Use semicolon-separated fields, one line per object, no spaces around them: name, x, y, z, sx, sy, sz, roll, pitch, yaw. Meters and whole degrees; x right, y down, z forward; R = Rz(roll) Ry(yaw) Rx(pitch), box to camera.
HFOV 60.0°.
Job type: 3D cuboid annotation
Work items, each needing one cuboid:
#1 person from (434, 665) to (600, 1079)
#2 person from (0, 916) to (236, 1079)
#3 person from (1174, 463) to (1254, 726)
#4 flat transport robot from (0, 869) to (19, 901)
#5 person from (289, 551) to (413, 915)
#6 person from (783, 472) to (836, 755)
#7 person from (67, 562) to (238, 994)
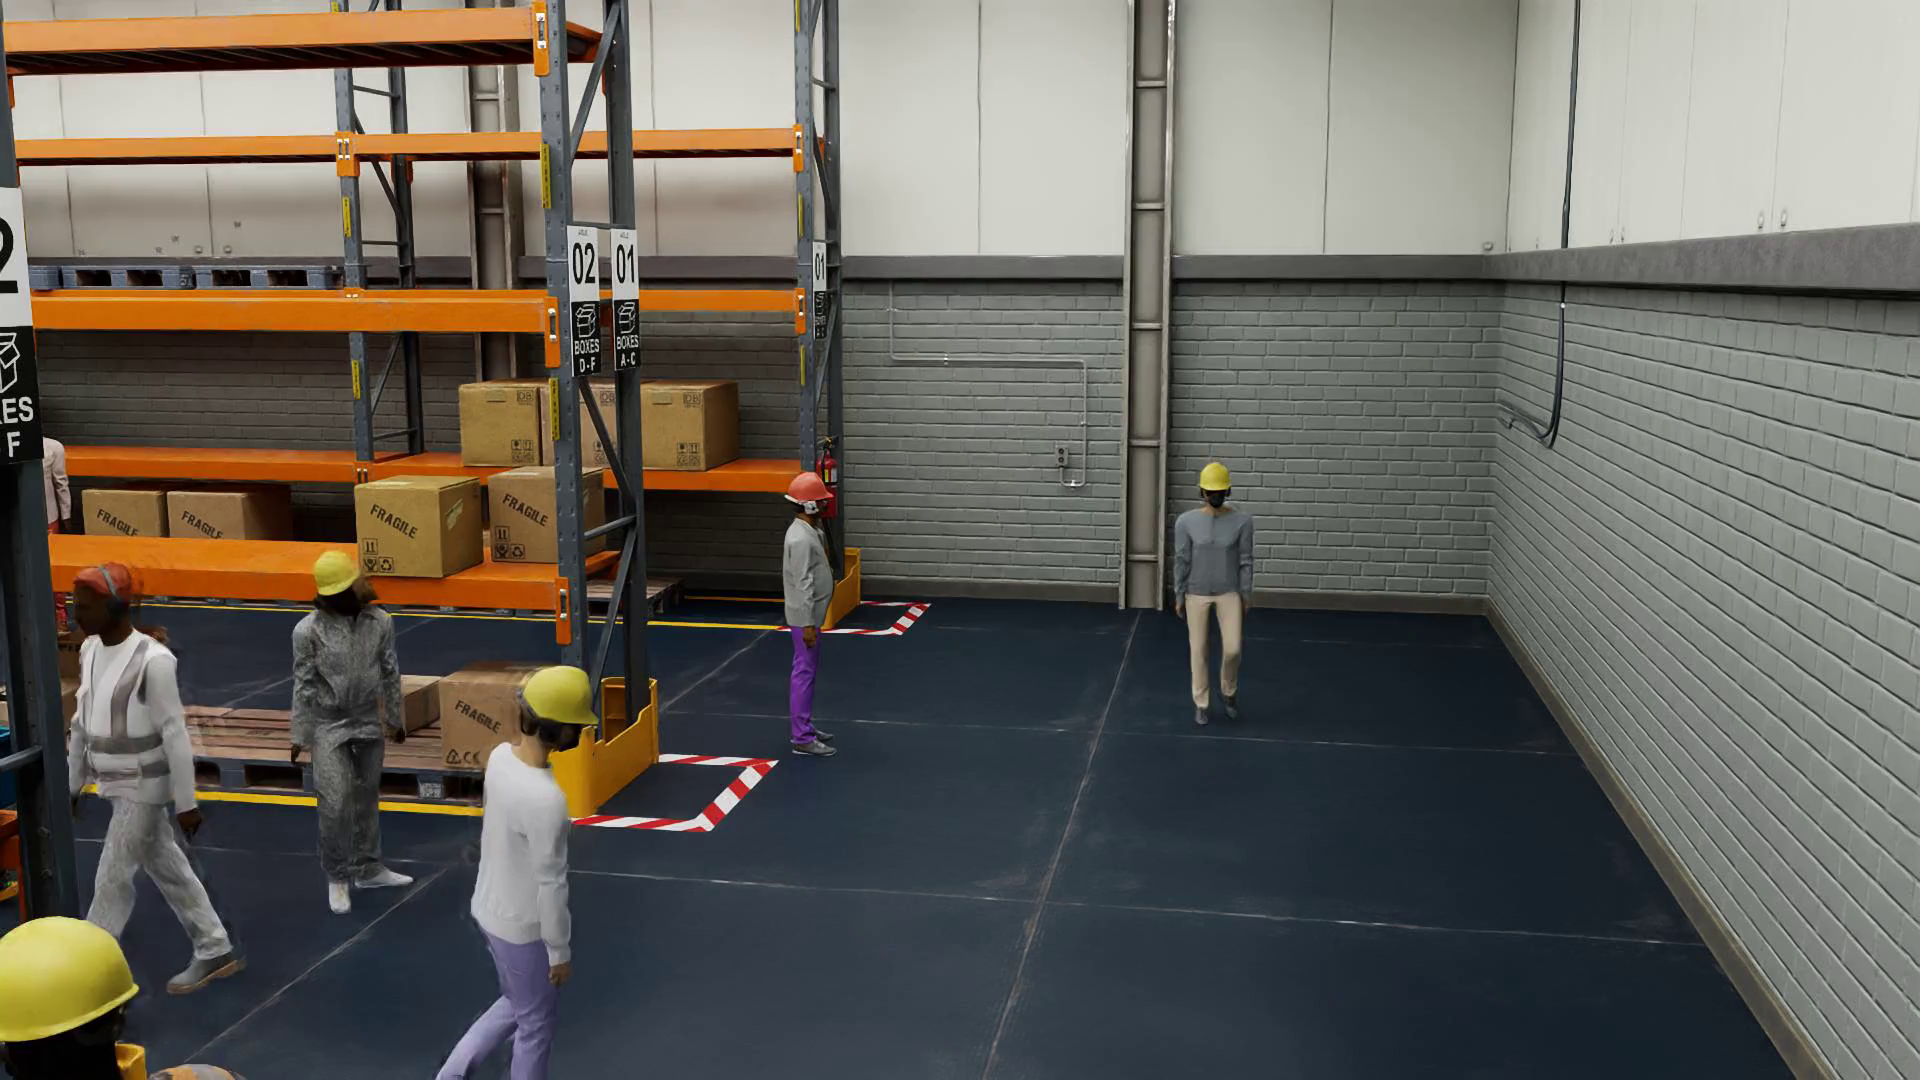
person;-1.462;1.257;5.448;0.579;1.722;0.575;-6;11;-34
person;-1.409;1.586;2.929;0.821;1.895;0.585;3;10;17
person;1.662;0.363;10.924;0.524;1.757;0.378;1;9;6
flat transport robot;-5.227;1.597;7.851;1.431;0.197;0.652;4;10;23
person;-2.871;0.883;7.797;0.415;1.711;0.602;7;12;38
person;-0.935;0.452;10.358;0.323;1.753;0.571;-1;9;-5
person;-3.376;1.008;6.662;0.595;1.838;0.948;8;12;40
